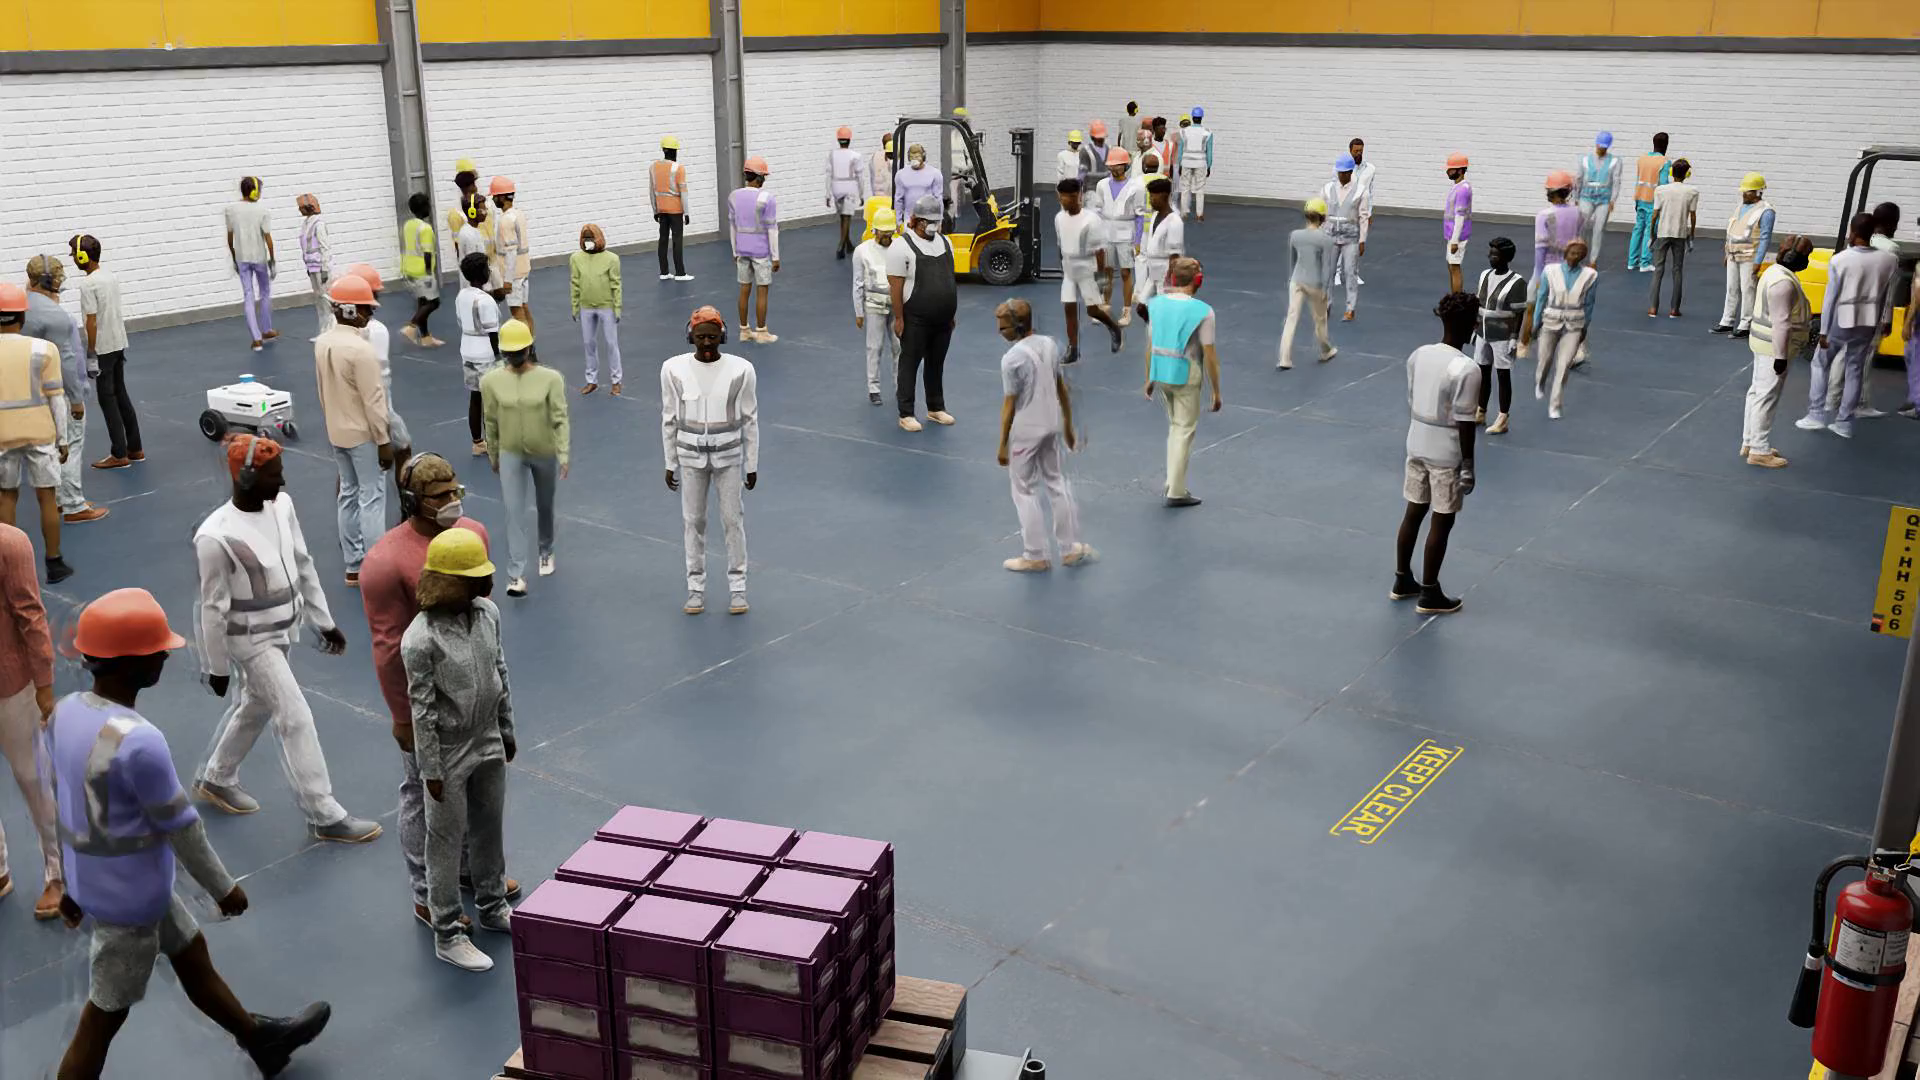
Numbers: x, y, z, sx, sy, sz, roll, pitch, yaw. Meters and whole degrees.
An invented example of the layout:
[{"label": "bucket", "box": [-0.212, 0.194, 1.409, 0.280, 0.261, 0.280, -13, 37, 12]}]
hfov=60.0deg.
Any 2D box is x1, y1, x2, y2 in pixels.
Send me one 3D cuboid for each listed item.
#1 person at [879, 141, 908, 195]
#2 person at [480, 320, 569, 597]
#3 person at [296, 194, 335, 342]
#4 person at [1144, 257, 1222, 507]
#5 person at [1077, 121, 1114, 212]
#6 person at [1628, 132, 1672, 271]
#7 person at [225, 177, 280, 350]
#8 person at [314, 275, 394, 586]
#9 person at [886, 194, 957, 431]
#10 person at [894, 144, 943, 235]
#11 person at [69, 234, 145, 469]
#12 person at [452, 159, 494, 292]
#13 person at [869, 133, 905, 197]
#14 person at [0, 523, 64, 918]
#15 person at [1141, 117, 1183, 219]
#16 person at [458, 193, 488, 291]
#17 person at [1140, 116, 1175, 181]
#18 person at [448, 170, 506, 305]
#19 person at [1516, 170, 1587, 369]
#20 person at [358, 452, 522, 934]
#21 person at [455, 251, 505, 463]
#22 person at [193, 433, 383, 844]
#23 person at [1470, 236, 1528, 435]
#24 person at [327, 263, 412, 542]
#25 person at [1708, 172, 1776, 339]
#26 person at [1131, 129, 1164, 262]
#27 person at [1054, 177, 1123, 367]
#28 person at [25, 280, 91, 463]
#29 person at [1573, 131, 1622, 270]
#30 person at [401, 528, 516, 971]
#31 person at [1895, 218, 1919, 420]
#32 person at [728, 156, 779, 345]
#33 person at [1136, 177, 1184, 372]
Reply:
[{"label": "person", "box": [-0.954, -4.846, 23.896, 0.487, 1.743, 0.315, 4, 18, 12]}, {"label": "person", "box": [-2.700, -0.516, 10.390, 0.528, 1.713, 0.931, -3, 18, -10]}, {"label": "person", "box": [-6.983, -2.940, 18.101, 0.314, 1.638, 0.521, -13, 22, -36]}, {"label": "person", "box": [1.643, -1.146, 12.185, 0.503, 1.828, 0.637, -16, 24, -40]}, {"label": "person", "box": [1.987, -5.200, 24.641, 0.634, 1.992, 0.870, -14, 23, -38]}, {"label": "person", "box": [9.632, -4.716, 23.227, 0.392, 1.911, 0.587, -6, 19, -19]}, {"label": "person", "box": [-7.643, -3.016, 18.049, 0.492, 1.821, 0.812, -4, 18, -11]}, {"label": "person", "box": [-3.730, -0.650, 10.375, 0.609, 1.988, 0.392, 15, 23, 40]}, {"label": "person", "box": [-0.273, -1.974, 14.429, 0.688, 2.000, 0.537, -15, 23, -38]}, {"label": "person", "box": [-0.520, -4.041, 21.085, 0.636, 1.930, 0.382, 4, 18, 12]}, {"label": "person", "box": [-6.816, -1.497, 13.243, 0.346, 1.855, 0.533, 0, 18, -1]}, {"label": "person", "box": [-6.209, -4.004, 21.303, 0.407, 1.725, 0.596, 0, 18, 0]}, {"label": "person", "box": [-1.010, -4.937, 24.029, 0.624, 1.841, 0.430, 14, 22, 37]}, {"label": "person", "box": [-3.904, 0.571, 6.573, 0.624, 1.980, 0.410, -2, 18, -6]}, {"label": "person", "box": [3.296, -6.120, 27.737, 0.850, 1.845, 0.620, -3, 18, -10]}, {"label": "person", "box": [-4.673, -2.415, 16.109, 0.324, 1.861, 0.510, -6, 19, -17]}, {"label": "person", "box": [3.037, -5.523, 25.650, 0.609, 1.966, 0.364, -7, 19, -20]}, {"label": "person", "box": [-5.171, -2.998, 17.814, 0.509, 1.924, 0.668, 9, 20, 27]}, {"label": "person", "box": [6.089, -2.753, 16.959, 0.620, 2.007, 1.046, -7, 19, -20]}, {"label": "person", "box": [-2.033, 0.592, 6.569, 0.375, 1.940, 0.627, 8, 20, 25]}, {"label": "person", "box": [-3.839, -1.471, 13.411, 0.318, 1.699, 0.535, -16, 24, -41]}, {"label": "person", "box": [-3.077, 0.423, 7.290, 0.971, 1.840, 0.559, 2, 18, 8]}, {"label": "person", "box": [4.607, -1.759, 14.312, 0.317, 1.697, 0.540, -9, 20, -26]}, {"label": "person", "box": [-3.997, -0.941, 11.420, 0.563, 1.908, 0.819, 9, 20, 25]}, {"label": "person", "box": [8.706, -3.157, 18.478, 0.404, 1.827, 0.586, -4, 18, -14]}, {"label": "person", "box": [2.631, -4.899, 23.801, 0.400, 1.905, 0.645, -7, 19, -21]}, {"label": "person", "box": [1.306, -2.763, 17.082, 0.786, 1.930, 0.628, -16, 24, -41]}, {"label": "person", "box": [-7.022, -1.222, 12.819, 0.504, 1.595, 0.837, 0, 18, -1]}, {"label": "person", "box": [8.878, -4.727, 23.228, 0.628, 1.920, 0.515, 8, 19, 24]}, {"label": "person", "box": [-1.851, 0.786, 6.292, 0.321, 1.737, 0.484, 8, 20, 24]}, {"label": "person", "box": [8.557, -1.974, 14.782, 0.606, 1.814, 0.554, -13, 22, -35]}, {"label": "person", "box": [-2.213, -3.141, 18.111, 0.611, 2.030, 0.410, 10, 20, 28]}, {"label": "person", "box": [2.037, -2.651, 16.711, 0.396, 1.944, 0.624, -6, 19, -18]}]
